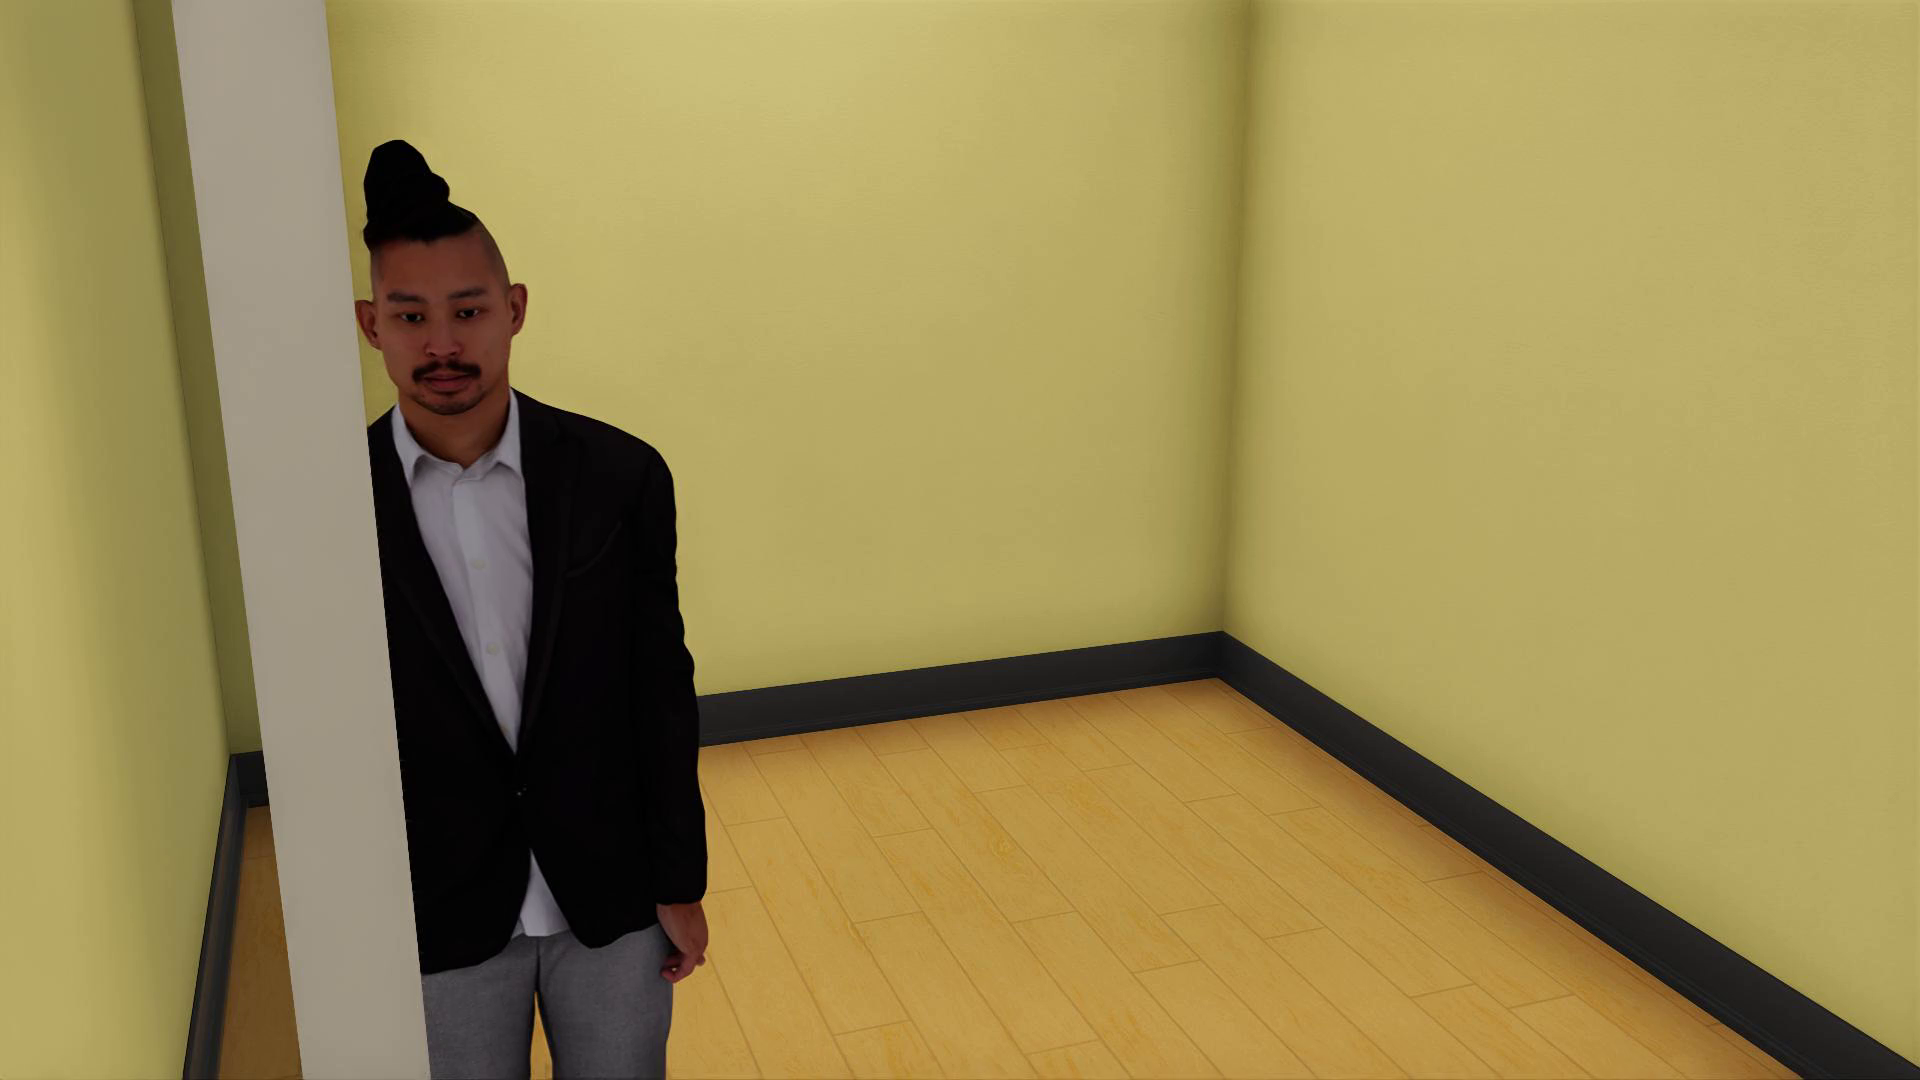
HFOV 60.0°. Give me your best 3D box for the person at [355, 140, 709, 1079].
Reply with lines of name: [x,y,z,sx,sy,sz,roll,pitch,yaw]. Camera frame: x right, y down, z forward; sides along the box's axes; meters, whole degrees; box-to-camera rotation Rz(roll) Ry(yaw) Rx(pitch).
person: [-0.622,0.440,2.317,0.522,1.952,0.752,-5,17,-18]
